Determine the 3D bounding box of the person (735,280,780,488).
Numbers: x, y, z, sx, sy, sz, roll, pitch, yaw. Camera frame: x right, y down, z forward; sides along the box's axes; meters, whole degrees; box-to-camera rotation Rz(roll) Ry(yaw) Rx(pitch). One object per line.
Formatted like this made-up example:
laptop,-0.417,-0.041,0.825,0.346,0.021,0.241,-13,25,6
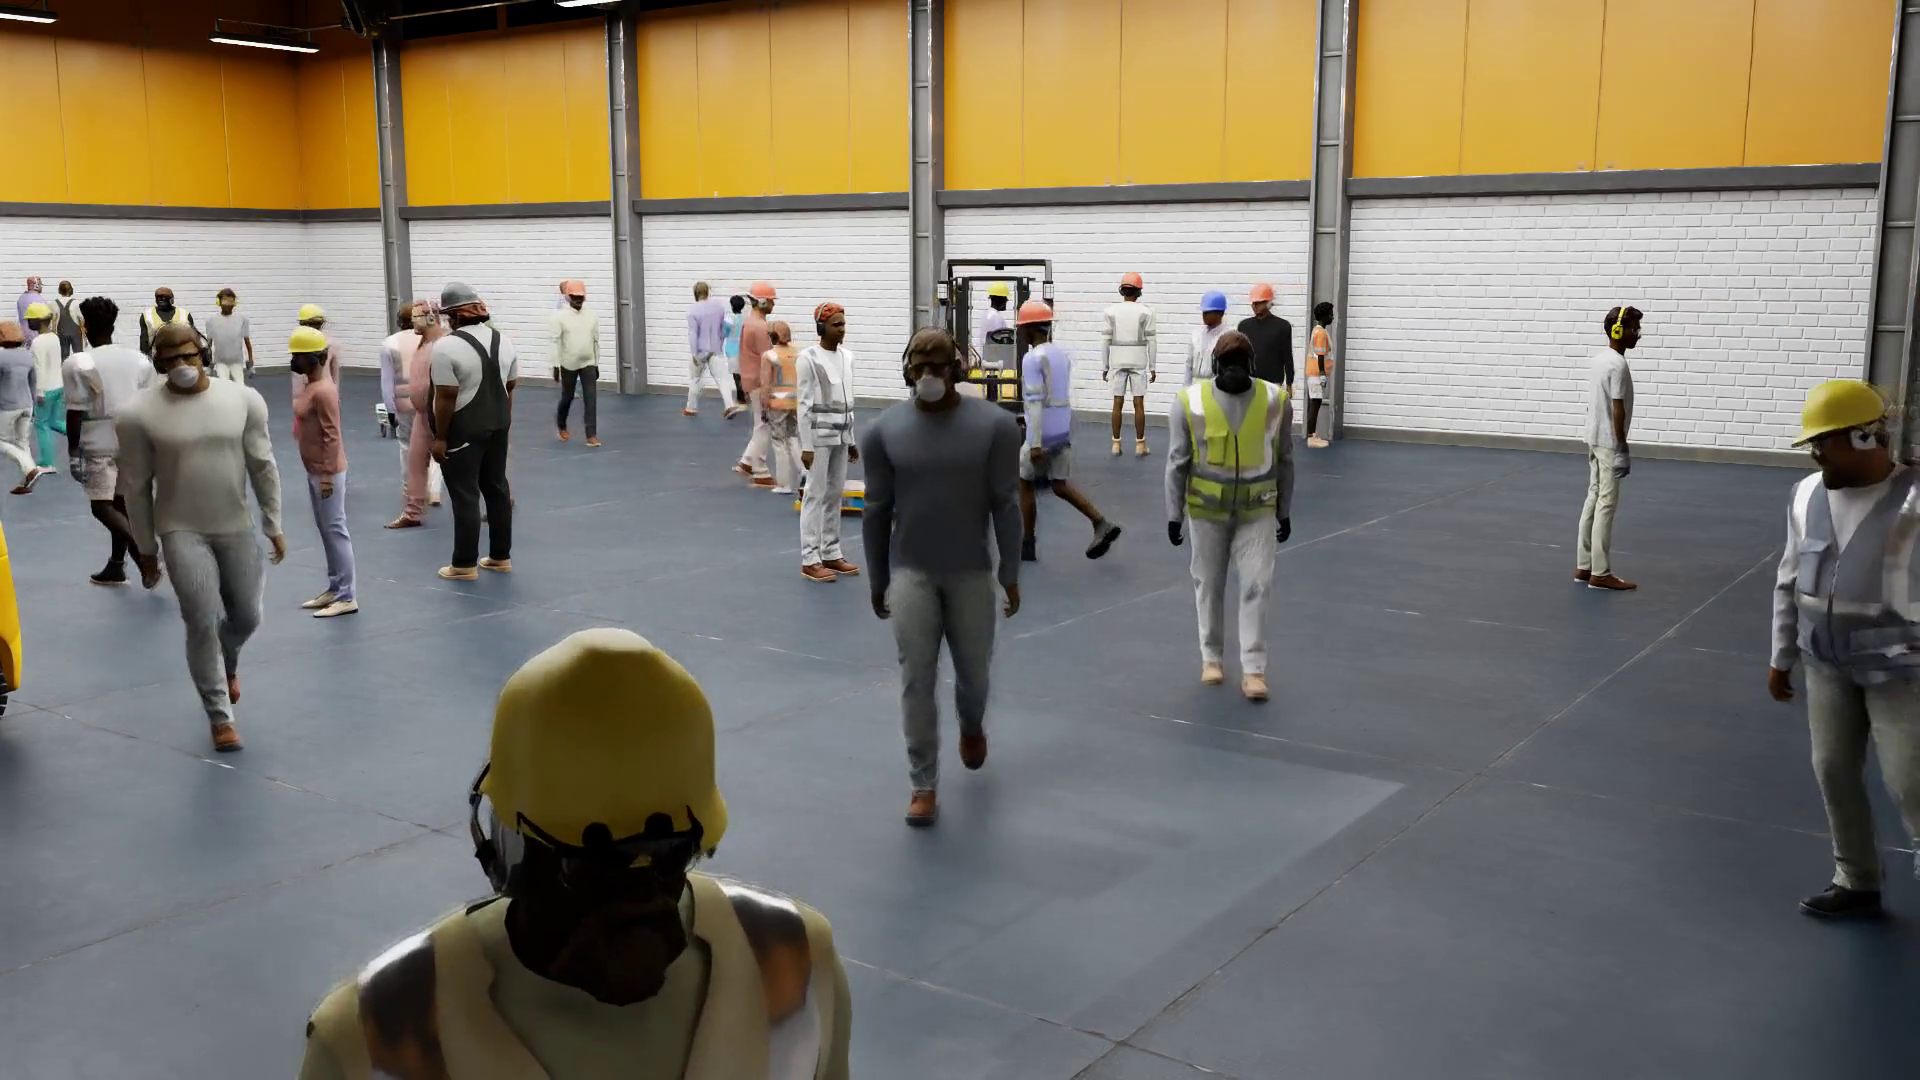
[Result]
person,-1.885,-1.473,15.808,0.420,1.978,0.633,-2,10,-15

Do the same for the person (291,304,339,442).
person,-6.087,-1.346,15.712,0.378,1.755,0.547,5,11,29

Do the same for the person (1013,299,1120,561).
person,0.713,-0.759,11.829,0.845,1.898,0.580,6,11,32

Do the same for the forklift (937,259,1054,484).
forklift,0.370,-1.738,16.759,1.214,2.155,2.313,1,10,3

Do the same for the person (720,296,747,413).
person,-3.239,-2.662,23.851,0.540,1.660,0.805,-7,12,-37

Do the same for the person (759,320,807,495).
person,-1.634,-1.223,15.371,0.530,1.619,0.360,-9,13,-44

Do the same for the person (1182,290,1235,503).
person,2.345,-1.313,15.100,0.954,1.912,0.601,-6,11,-33

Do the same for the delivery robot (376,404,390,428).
delivery robot,-6.814,-1.591,20.474,0.477,0.478,0.707,6,11,34

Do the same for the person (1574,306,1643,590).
person,4.309,-0.608,11.017,0.334,1.864,0.521,0,10,3

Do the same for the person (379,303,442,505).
person,-4.843,-1.213,14.855,0.616,1.796,0.983,-4,10,-23

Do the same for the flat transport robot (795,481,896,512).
flat transport robot,-0.632,-0.363,14.282,1.431,0.197,0.652,3,10,16

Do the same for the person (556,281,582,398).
person,-6.201,-3.158,26.233,0.382,1.849,0.571,-3,10,-17

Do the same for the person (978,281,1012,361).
person,0.415,-2.078,19.579,0.388,1.926,0.590,-2,10,-13

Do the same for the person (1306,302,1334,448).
person,4.174,-1.914,19.307,0.320,1.694,0.531,2,10,11

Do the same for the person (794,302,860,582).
person,-0.893,-0.668,11.311,0.354,1.881,0.576,6,11,32

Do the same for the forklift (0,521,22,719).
forklift,-5.296,-0.090,6.943,1.214,2.155,2.313,7,12,35

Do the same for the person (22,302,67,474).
person,-9.191,-1.536,16.862,0.617,1.747,0.537,-1,10,-8

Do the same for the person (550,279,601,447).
person,-4.545,-2.093,19.583,0.630,1.962,0.941,-6,11,-33

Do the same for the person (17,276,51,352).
person,-15.262,-3.405,27.545,0.652,1.906,0.403,5,11,29

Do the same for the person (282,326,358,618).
person,-3.910,-0.413,10.139,0.326,1.767,0.533,-6,11,-30

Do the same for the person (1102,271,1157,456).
person,1.880,-1.949,18.465,0.613,2.041,0.393,3,10,15

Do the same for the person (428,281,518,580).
person,-3.372,-0.754,11.351,0.537,2.000,0.679,5,11,29

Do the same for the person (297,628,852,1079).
person,-0.362,0.971,1.755,0.604,1.823,0.587,-5,11,-27

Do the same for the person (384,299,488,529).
person,-4.202,-1.035,13.584,0.995,1.865,0.648,-8,12,-39

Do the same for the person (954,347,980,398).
person,-0.103,-0.548,11.452,0.880,1.579,0.509,8,12,39

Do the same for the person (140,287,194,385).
person,-9.849,-2.225,20.713,0.634,1.839,0.429,-5,11,-26

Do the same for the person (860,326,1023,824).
person,-0.070,0.113,6.559,0.638,1.918,0.677,1,10,4

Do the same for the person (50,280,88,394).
person,-14.351,-3.254,26.819,0.505,1.847,0.347,-2,10,-12

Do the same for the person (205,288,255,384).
person,-8.865,-2.135,20.165,0.559,1.846,0.525,-5,11,-28

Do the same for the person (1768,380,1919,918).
person,2.914,0.384,5.336,0.460,1.787,0.646,-5,11,-28

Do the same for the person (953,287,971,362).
person,0.077,-2.430,21.915,0.788,1.838,0.540,5,11,30

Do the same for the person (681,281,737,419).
person,-3.437,-2.586,22.733,0.643,1.897,1.018,-8,13,-41

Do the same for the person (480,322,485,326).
person,-4.983,-1.653,17.081,0.371,1.915,0.595,-3,10,-20

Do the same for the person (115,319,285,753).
person,-3.413,-0.039,7.481,0.645,1.912,0.709,-7,12,-35

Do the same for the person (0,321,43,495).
person,-8.644,-1.197,15.246,0.419,1.616,0.516,3,10,17

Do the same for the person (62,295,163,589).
person,-5.495,-0.618,10.847,0.805,1.943,0.611,5,11,29

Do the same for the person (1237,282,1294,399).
person,3.124,-1.651,16.978,0.632,1.956,1.005,9,13,42

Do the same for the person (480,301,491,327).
person,-7.498,-2.967,25.882,0.861,1.590,0.505,5,11,29

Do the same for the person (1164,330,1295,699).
person,1.346,-0.121,8.272,0.657,1.811,0.793,1,10,5
